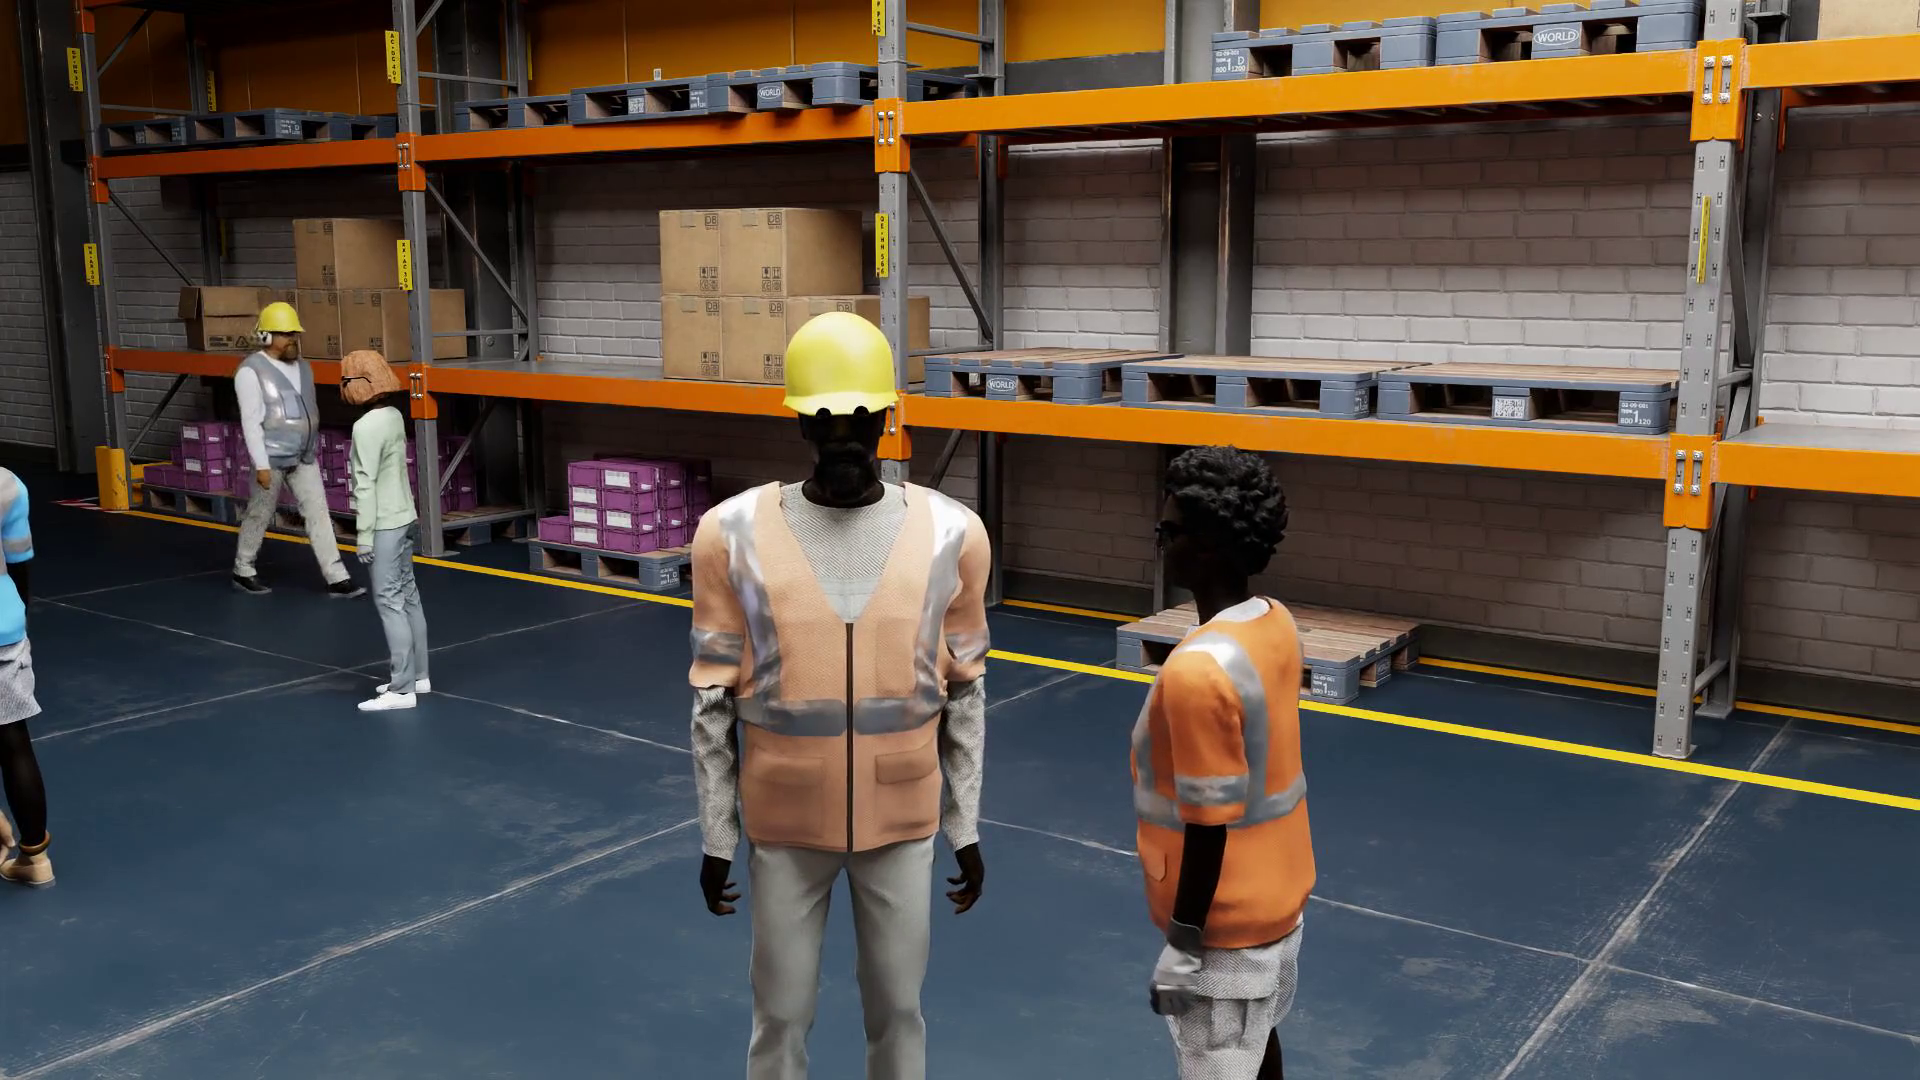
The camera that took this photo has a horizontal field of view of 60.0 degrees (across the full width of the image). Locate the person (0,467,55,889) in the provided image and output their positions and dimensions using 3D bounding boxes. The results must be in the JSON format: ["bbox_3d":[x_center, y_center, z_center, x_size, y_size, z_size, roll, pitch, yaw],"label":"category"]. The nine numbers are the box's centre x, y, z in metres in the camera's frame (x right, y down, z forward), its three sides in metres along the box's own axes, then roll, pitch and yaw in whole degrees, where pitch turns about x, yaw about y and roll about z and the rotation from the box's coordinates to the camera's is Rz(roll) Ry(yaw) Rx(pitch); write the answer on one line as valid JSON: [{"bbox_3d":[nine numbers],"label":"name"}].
[{"bbox_3d":[-3.137,0.321,5.186,0.322,1.690,0.533,6,11,32],"label":"person"}]

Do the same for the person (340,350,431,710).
[{"bbox_3d":[-2.625,-0.046,7.557,0.288,1.626,0.497,-1,10,-3],"label":"person"}]

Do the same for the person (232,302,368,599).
[{"bbox_3d":[-4.047,-0.524,9.941,0.949,1.783,0.609,4,10,22],"label":"person"}]

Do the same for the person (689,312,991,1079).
[{"bbox_3d":[-0.224,0.527,3.235,0.586,1.928,0.364,-2,10,-10],"label":"person"}]

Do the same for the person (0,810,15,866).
[{"bbox_3d":[-2.089,0.536,3.153,0.373,1.940,0.630,3,10,17],"label":"person"}]

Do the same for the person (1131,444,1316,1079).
[{"bbox_3d":[0.479,0.671,3.064,0.322,1.697,0.532,4,10,24],"label":"person"}]
